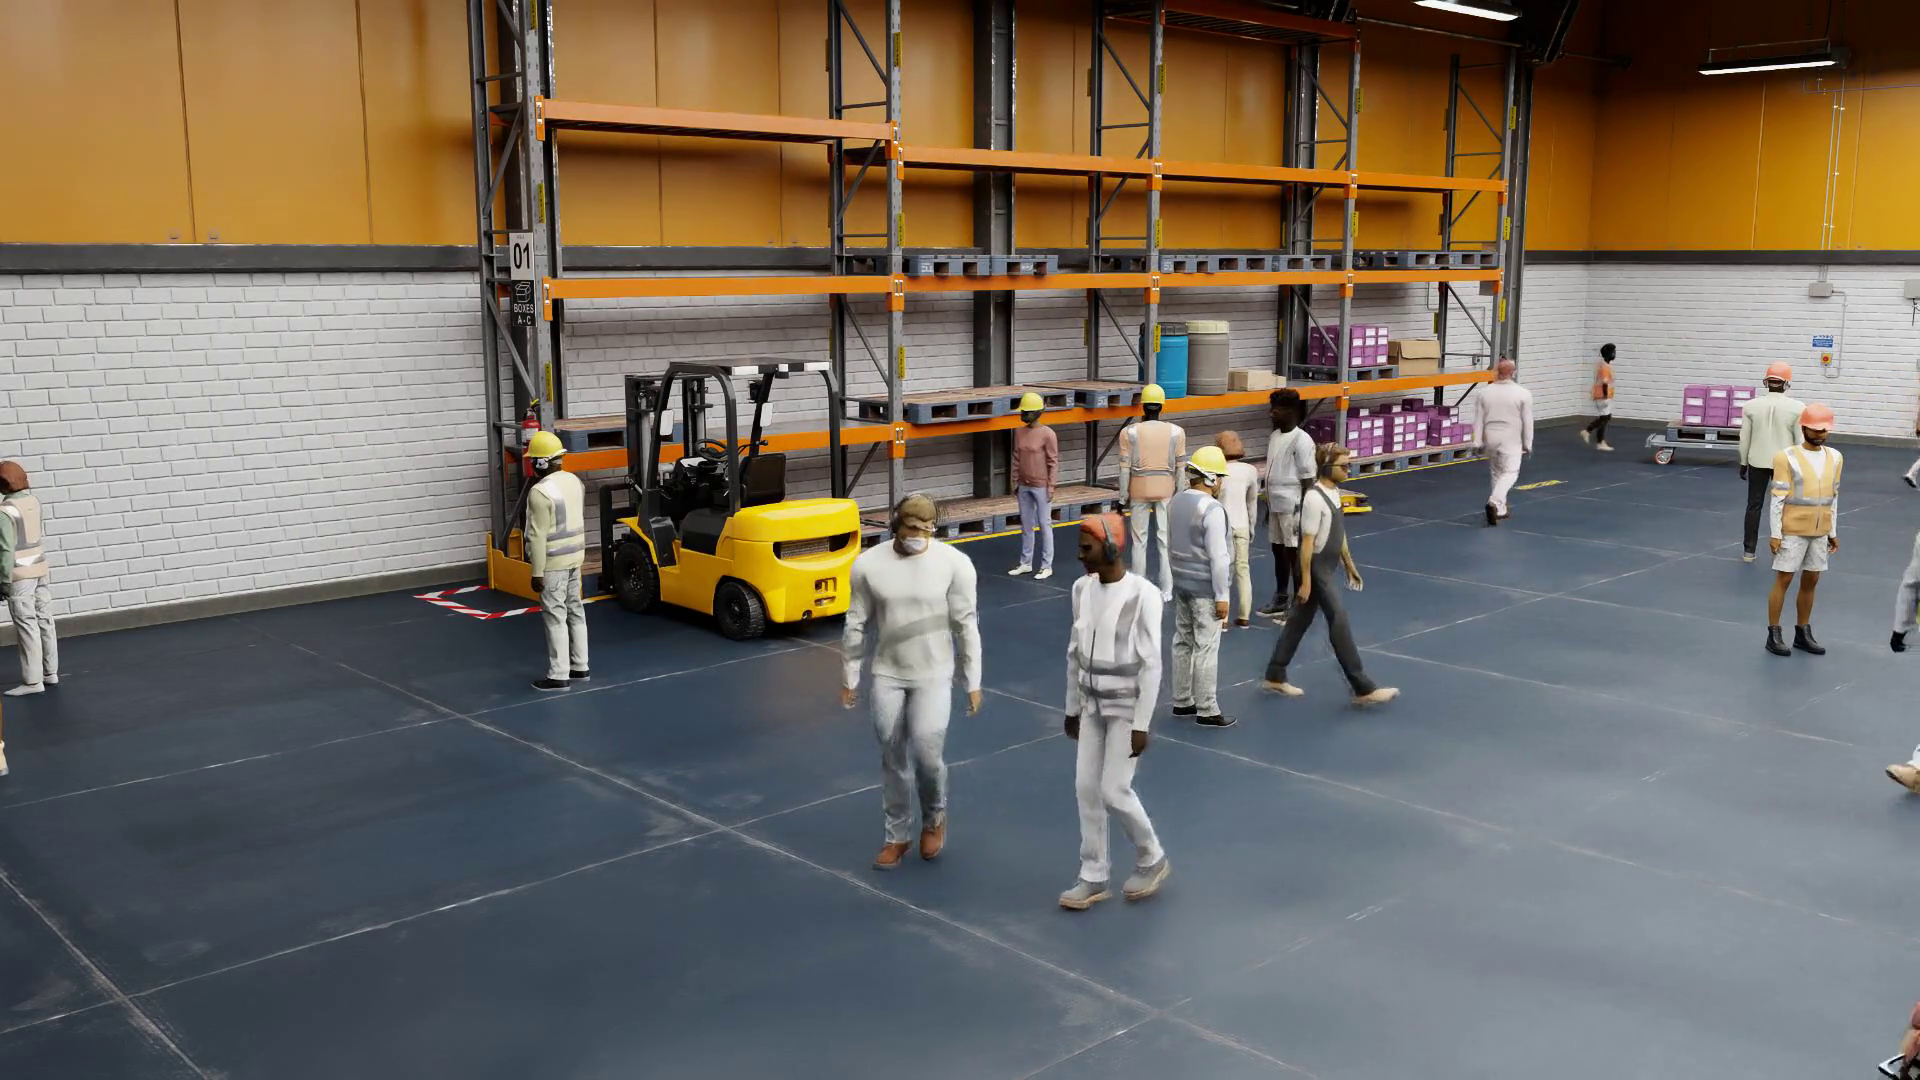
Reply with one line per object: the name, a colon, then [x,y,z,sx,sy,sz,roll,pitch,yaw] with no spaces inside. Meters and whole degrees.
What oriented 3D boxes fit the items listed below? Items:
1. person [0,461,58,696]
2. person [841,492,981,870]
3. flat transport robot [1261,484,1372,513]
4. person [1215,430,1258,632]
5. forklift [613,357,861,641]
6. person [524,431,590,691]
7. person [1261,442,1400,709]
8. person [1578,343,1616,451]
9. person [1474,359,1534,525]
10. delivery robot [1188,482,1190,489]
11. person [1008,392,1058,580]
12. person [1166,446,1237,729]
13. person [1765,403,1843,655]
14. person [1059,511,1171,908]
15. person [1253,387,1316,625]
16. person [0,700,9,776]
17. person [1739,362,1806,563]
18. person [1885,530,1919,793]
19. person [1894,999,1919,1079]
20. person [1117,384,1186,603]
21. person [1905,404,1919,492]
person: [-6.496,0.261,11.524,0.314,1.639,0.514,0,10,-2]
person: [-0.259,0.698,8.168,0.731,1.910,0.435,3,10,15]
flat transport robot: [4.280,-0.515,20.066,0.652,0.197,1.431,-4,10,-20]
person: [2.184,-0.074,13.504,0.507,1.630,0.268,-4,11,-25]
forklift: [-1.847,-0.414,13.852,1.214,2.155,2.313,-9,13,-42]
person: [-2.844,0.146,11.675,0.404,1.823,0.591,3,10,15]
person: [2.500,0.232,11.240,0.963,1.793,0.535,4,10,21]
person: [9.995,-2.229,25.973,0.448,1.688,0.537,4,10,22]
person: [6.171,-1.122,18.933,0.645,1.878,0.865,9,13,43]
delivery robot: [3.006,-0.562,19.239,0.707,0.478,0.477,0,10,1]
person: [0.690,-0.508,15.664,0.329,1.765,0.526,-9,13,-43]
person: [1.568,0.303,10.743,0.403,1.823,0.587,-5,11,-25]
person: [6.438,-0.079,12.647,0.552,1.934,0.363,-1,10,-8]
person: [0.686,0.792,7.749,0.482,1.864,0.597,-7,12,-36]
person: [2.694,-0.286,13.773,0.367,1.962,0.612,-3,10,-17]
person: [-5.763,0.412,9.467,0.392,2.039,0.614,0,10,-1]
person: [8.032,-0.758,16.453,0.608,1.995,0.377,7,12,35]
person: [5.595,0.534,9.447,0.953,1.796,0.658,-4,10,-22]
person: [1.538,1.648,2.681,0.645,1.893,0.422,-3,10,-17]
person: [1.665,-0.398,14.539,0.595,1.925,0.374,-1,10,-6]
person: [12.511,-1.407,21.359,0.366,1.624,0.512,-1,10,-6]
